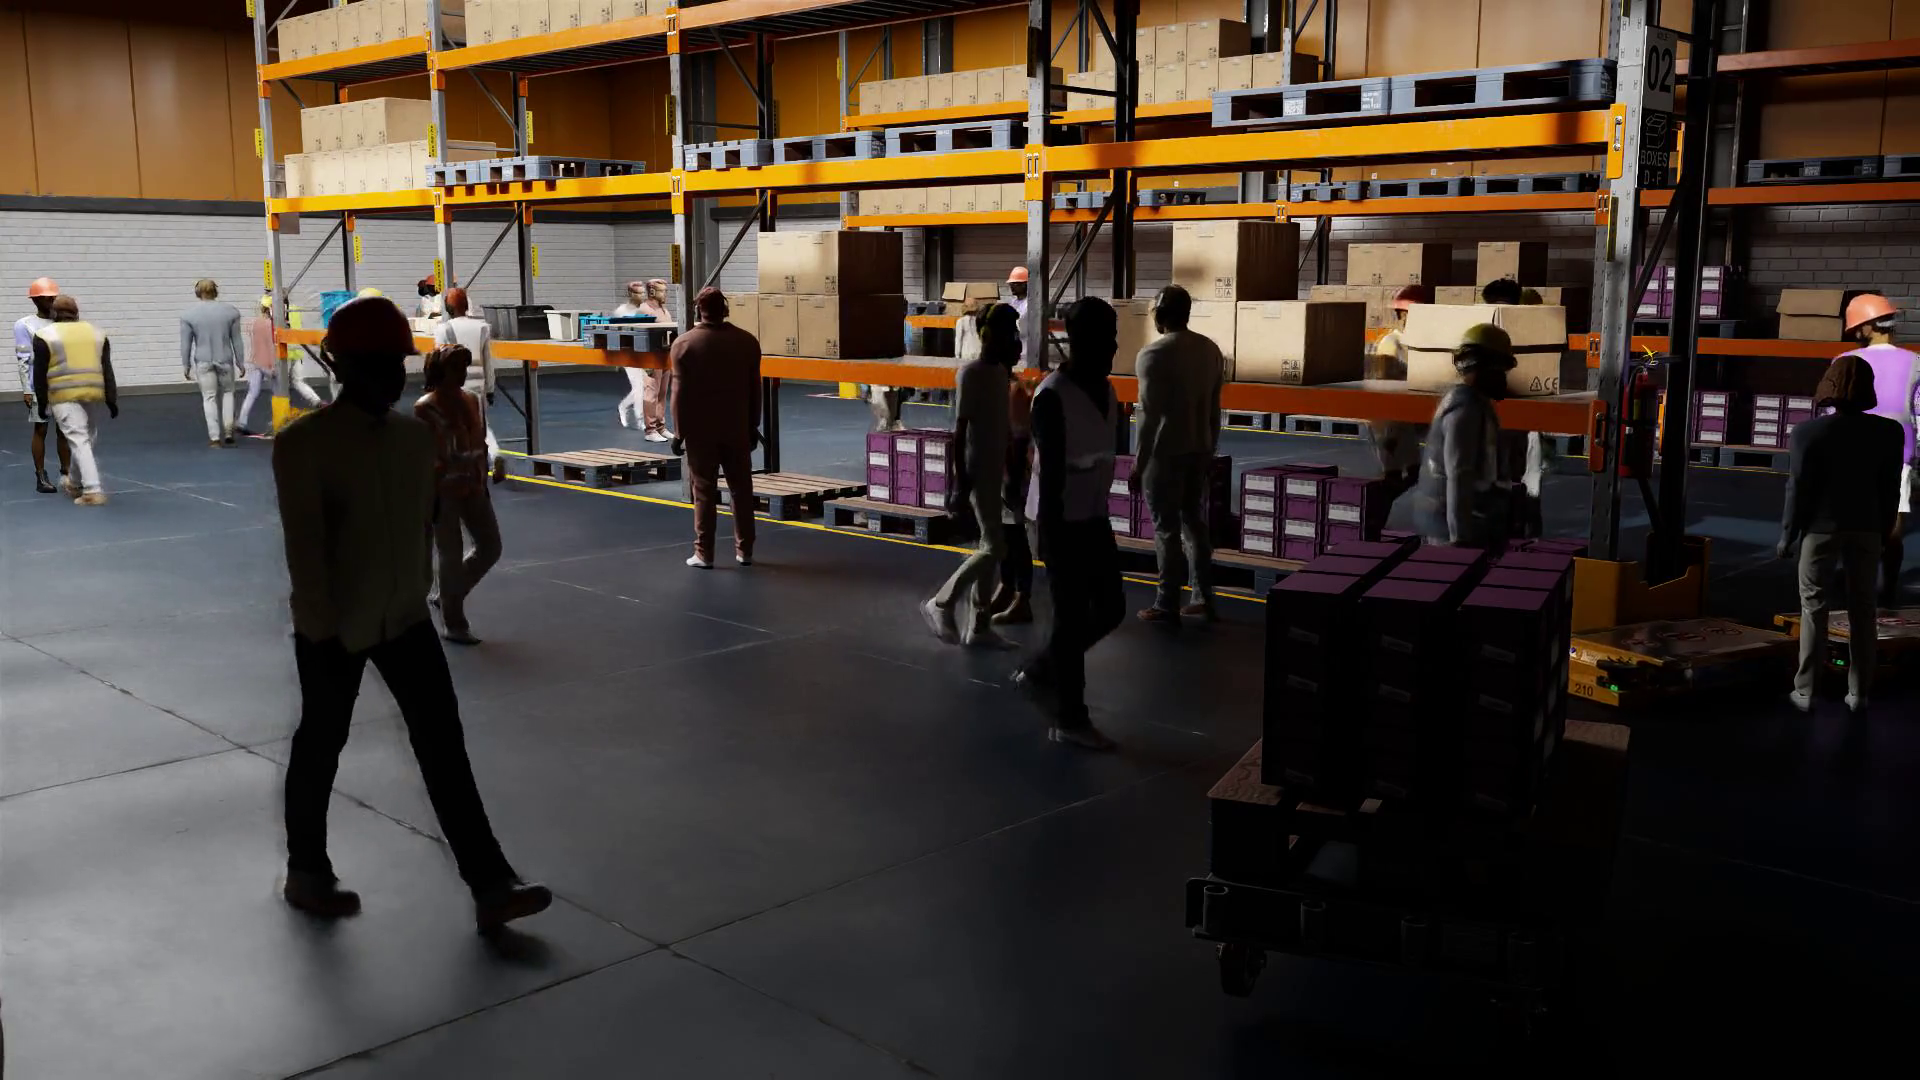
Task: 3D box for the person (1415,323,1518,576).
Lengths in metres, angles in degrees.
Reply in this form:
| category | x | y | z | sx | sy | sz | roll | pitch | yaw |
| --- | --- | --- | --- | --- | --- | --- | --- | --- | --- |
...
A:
| category | x | y | z | sx | sy | sz | roll | pitch | yaw |
| --- | --- | --- | --- | --- | --- | --- | --- | --- | --- |
| person | 2.229 | -0.062 | 7.377 | 0.409 | 1.795 | 0.616 | 4 | 10 | 22 |

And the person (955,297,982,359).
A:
| category | x | y | z | sx | sy | sz | roll | pitch | yaw |
| --- | --- | --- | --- | --- | --- | --- | --- | --- | --- |
| person | 0.161 | -2.577 | 23.293 | 0.499 | 1.629 | 0.272 | -4 | 10 | -24 |

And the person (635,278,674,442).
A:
| category | x | y | z | sx | sy | sz | roll | pitch | yaw |
| --- | --- | --- | --- | --- | --- | --- | --- | --- | --- |
| person | -3.548 | -2.112 | 19.565 | 0.410 | 1.912 | 0.643 | 2 | 9 | 12 |

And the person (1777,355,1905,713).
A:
| category | x | y | z | sx | sy | sz | roll | pitch | yaw |
| --- | --- | --- | --- | --- | --- | --- | --- | --- | --- |
| person | 3.999 | -0.020 | 7.580 | 0.499 | 1.634 | 0.279 | 1 | 9 | 6 |

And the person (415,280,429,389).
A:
| category | x | y | z | sx | sy | sz | roll | pitch | yaw |
| --- | --- | --- | --- | --- | --- | --- | --- | --- | --- |
| person | -8.959 | -3.455 | 28.008 | 0.429 | 1.844 | 0.627 | -3 | 10 | -17 |

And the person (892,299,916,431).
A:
| category | x | y | z | sx | sy | sz | roll | pitch | yaw |
| --- | --- | --- | --- | --- | --- | --- | --- | --- | --- |
| person | -0.798 | -2.137 | 20.403 | 0.460 | 1.677 | 0.556 | 8 | 12 | 40 |

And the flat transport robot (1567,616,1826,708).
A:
| category | x | y | z | sx | sy | sz | roll | pitch | yaw |
| --- | --- | --- | --- | --- | --- | --- | --- | --- | --- |
| flat transport robot | 3.467 | 0.573 | 8.109 | 1.431 | 0.197 | 0.652 | -5 | 10 | -27 |

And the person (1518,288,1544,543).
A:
| category | x | y | z | sx | sy | sz | roll | pitch | yaw |
| --- | --- | --- | --- | --- | --- | --- | --- | --- | --- |
| person | 3.989 | -0.885 | 12.103 | 0.589 | 1.894 | 0.883 | -3 | 10 | -18 |

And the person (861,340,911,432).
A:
| category | x | y | z | sx | sy | sz | roll | pitch | yaw |
| --- | --- | --- | --- | --- | --- | --- | --- | --- | --- |
| person | -0.723 | -1.488 | 16.615 | 0.539 | 1.617 | 0.501 | -8 | 12 | -41 |

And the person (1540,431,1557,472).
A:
| category | x | y | z | sx | sy | sz | roll | pitch | yaw |
| --- | --- | --- | --- | --- | --- | --- | --- | --- | --- |
| person | 5.527 | -1.514 | 16.527 | 0.891 | 1.702 | 0.487 | 3 | 10 | 17 |

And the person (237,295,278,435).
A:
| category | x | y | z | sx | sy | sz | roll | pitch | yaw |
| --- | --- | --- | --- | --- | --- | --- | --- | --- | --- |
| person | -8.520 | -2.138 | 20.341 | 0.541 | 1.710 | 0.886 | 6 | 11 | 35 |

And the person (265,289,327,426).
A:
| category | x | y | z | sx | sy | sz | roll | pitch | yaw |
| --- | --- | --- | --- | --- | --- | --- | --- | --- | --- |
| person | -8.557 | -2.333 | 21.274 | 0.745 | 1.808 | 0.648 | 3 | 10 | 16 |

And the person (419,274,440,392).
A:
| category | x | y | z | sx | sy | sz | roll | pitch | yaw |
| --- | --- | --- | --- | --- | --- | --- | --- | --- | --- |
| person | -8.644 | -3.393 | 27.375 | 0.380 | 1.933 | 0.547 | 2 | 9 | 10 |

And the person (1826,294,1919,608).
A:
| category | x | y | z | sx | sy | sz | roll | pitch | yaw |
| --- | --- | --- | --- | --- | --- | --- | --- | --- | --- |
| person | 5.359 | -0.493 | 9.747 | 0.613 | 1.861 | 0.969 | 3 | 10 | 16 |

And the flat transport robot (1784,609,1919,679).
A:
| category | x | y | z | sx | sy | sz | roll | pitch | yaw |
| --- | --- | --- | --- | --- | --- | --- | --- | --- | --- |
| flat transport robot | 4.878 | 0.508 | 8.512 | 1.431 | 0.197 | 0.652 | -2 | 10 | -15 |

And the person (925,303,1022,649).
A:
| category | x | y | z | sx | sy | sz | roll | pitch | yaw |
| --- | --- | --- | --- | --- | --- | --- | --- | --- | --- |
| person | 0.117 | -0.322 | 8.786 | 0.427 | 1.849 | 0.520 | 4 | 10 | 24 |

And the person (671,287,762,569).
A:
| category | x | y | z | sx | sy | sz | roll | pitch | yaw |
| --- | --- | --- | --- | --- | --- | --- | --- | --- | --- |
| person | -1.655 | -0.754 | 11.262 | 0.637 | 1.904 | 0.403 | -5 | 10 | -26 |

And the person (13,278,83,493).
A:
| category | x | y | z | sx | sy | sz | roll | pitch | yaw |
| --- | --- | --- | --- | --- | --- | --- | --- | --- | --- |
| person | -8.254 | -1.402 | 15.114 | 0.350 | 1.942 | 0.545 | 5 | 11 | 29 |

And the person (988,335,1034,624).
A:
| category | x | y | z | sx | sy | sz | roll | pitch | yaw |
| --- | --- | --- | --- | --- | --- | --- | --- | --- | --- |
| person | 0.258 | -0.370 | 9.531 | 0.319 | 1.695 | 0.539 | -3 | 10 | -17 |

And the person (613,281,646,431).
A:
| category | x | y | z | sx | sy | sz | roll | pitch | yaw |
| --- | --- | --- | --- | --- | --- | --- | --- | --- | --- |
| person | -4.087 | -2.312 | 20.896 | 0.799 | 1.880 | 0.641 | 7 | 11 | 35 |

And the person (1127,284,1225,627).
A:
| category | x | y | z | sx | sy | sz | roll | pitch | yaw |
| --- | --- | --- | --- | --- | --- | --- | --- | --- | --- |
| person | 1.213 | -0.469 | 9.429 | 0.647 | 1.932 | 0.389 | -7 | 12 | -39 |

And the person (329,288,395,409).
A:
| category | x | y | z | sx | sy | sz | roll | pitch | yaw |
| --- | --- | --- | --- | --- | --- | --- | --- | --- | --- |
| person | -5.027 | -1.189 | 14.045 | 0.596 | 1.872 | 1.040 | -5 | 11 | -30 |

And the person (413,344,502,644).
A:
| category | x | y | z | sx | sy | sz | roll | pitch | yaw |
| --- | --- | --- | --- | --- | --- | --- | --- | --- | --- |
| person | -2.711 | -0.244 | 8.972 | 0.370 | 1.623 | 0.534 | 4 | 10 | 26 |

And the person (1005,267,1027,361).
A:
| category | x | y | z | sx | sy | sz | roll | pitch | yaw |
| --- | --- | --- | --- | --- | --- | --- | --- | --- | --- |
| person | 0.718 | -2.203 | 19.708 | 0.381 | 2.045 | 0.605 | -5 | 11 | -28 |

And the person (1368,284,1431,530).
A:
| category | x | y | z | sx | sy | sz | roll | pitch | yaw |
| --- | --- | --- | --- | --- | --- | --- | --- | --- | --- |
| person | 3.061 | -0.817 | 11.602 | 0.500 | 1.914 | 0.606 | 6 | 11 | 31 |

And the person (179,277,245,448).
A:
| category | x | y | z | sx | sy | sz | roll | pitch | yaw |
| --- | --- | --- | --- | --- | --- | --- | --- | --- | --- |
| person | -8.459 | -1.997 | 18.820 | 0.657 | 1.919 | 0.532 | -5 | 11 | -30 |

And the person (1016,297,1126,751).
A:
| category | x | y | z | sx | sy | sz | roll | pitch | yaw |
| --- | --- | --- | --- | --- | --- | --- | --- | --- | --- |
| person | 0.464 | -0.066 | 7.041 | 0.473 | 1.909 | 0.606 | 6 | 11 | 34 |

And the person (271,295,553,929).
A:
| category | x | y | z | sx | sy | sz | roll | pitch | yaw |
| --- | --- | --- | --- | --- | --- | --- | --- | --- | --- |
| person | -1.754 | 0.242 | 5.042 | 1.034 | 1.938 | 0.619 | 6 | 11 | 34 |

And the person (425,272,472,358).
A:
| category | x | y | z | sx | sy | sz | roll | pitch | yaw |
| --- | --- | --- | --- | --- | --- | --- | --- | --- | --- |
| person | -6.737 | -2.566 | 21.993 | 0.601 | 2.035 | 0.422 | -2 | 10 | -13 |

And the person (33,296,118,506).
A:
| category | x | y | z | sx | sy | sz | roll | pitch | yaw |
| --- | --- | --- | --- | --- | --- | --- | --- | --- | --- |
| person | -7.691 | -1.205 | 14.400 | 0.997 | 1.774 | 0.632 | 6 | 11 | 32 |

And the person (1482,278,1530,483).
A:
| category | x | y | z | sx | sy | sz | roll | pitch | yaw |
| --- | --- | --- | --- | --- | --- | --- | --- | --- | --- |
| person | 3.563 | -0.735 | 10.954 | 0.603 | 1.963 | 0.368 | -9 | 13 | -44 |

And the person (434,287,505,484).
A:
| category | x | y | z | sx | sy | sz | roll | pitch | yaw |
| --- | --- | --- | --- | --- | --- | --- | --- | --- | --- |
| person | -4.531 | -1.400 | 15.361 | 0.772 | 1.860 | 0.576 | 9 | 13 | 44 |
